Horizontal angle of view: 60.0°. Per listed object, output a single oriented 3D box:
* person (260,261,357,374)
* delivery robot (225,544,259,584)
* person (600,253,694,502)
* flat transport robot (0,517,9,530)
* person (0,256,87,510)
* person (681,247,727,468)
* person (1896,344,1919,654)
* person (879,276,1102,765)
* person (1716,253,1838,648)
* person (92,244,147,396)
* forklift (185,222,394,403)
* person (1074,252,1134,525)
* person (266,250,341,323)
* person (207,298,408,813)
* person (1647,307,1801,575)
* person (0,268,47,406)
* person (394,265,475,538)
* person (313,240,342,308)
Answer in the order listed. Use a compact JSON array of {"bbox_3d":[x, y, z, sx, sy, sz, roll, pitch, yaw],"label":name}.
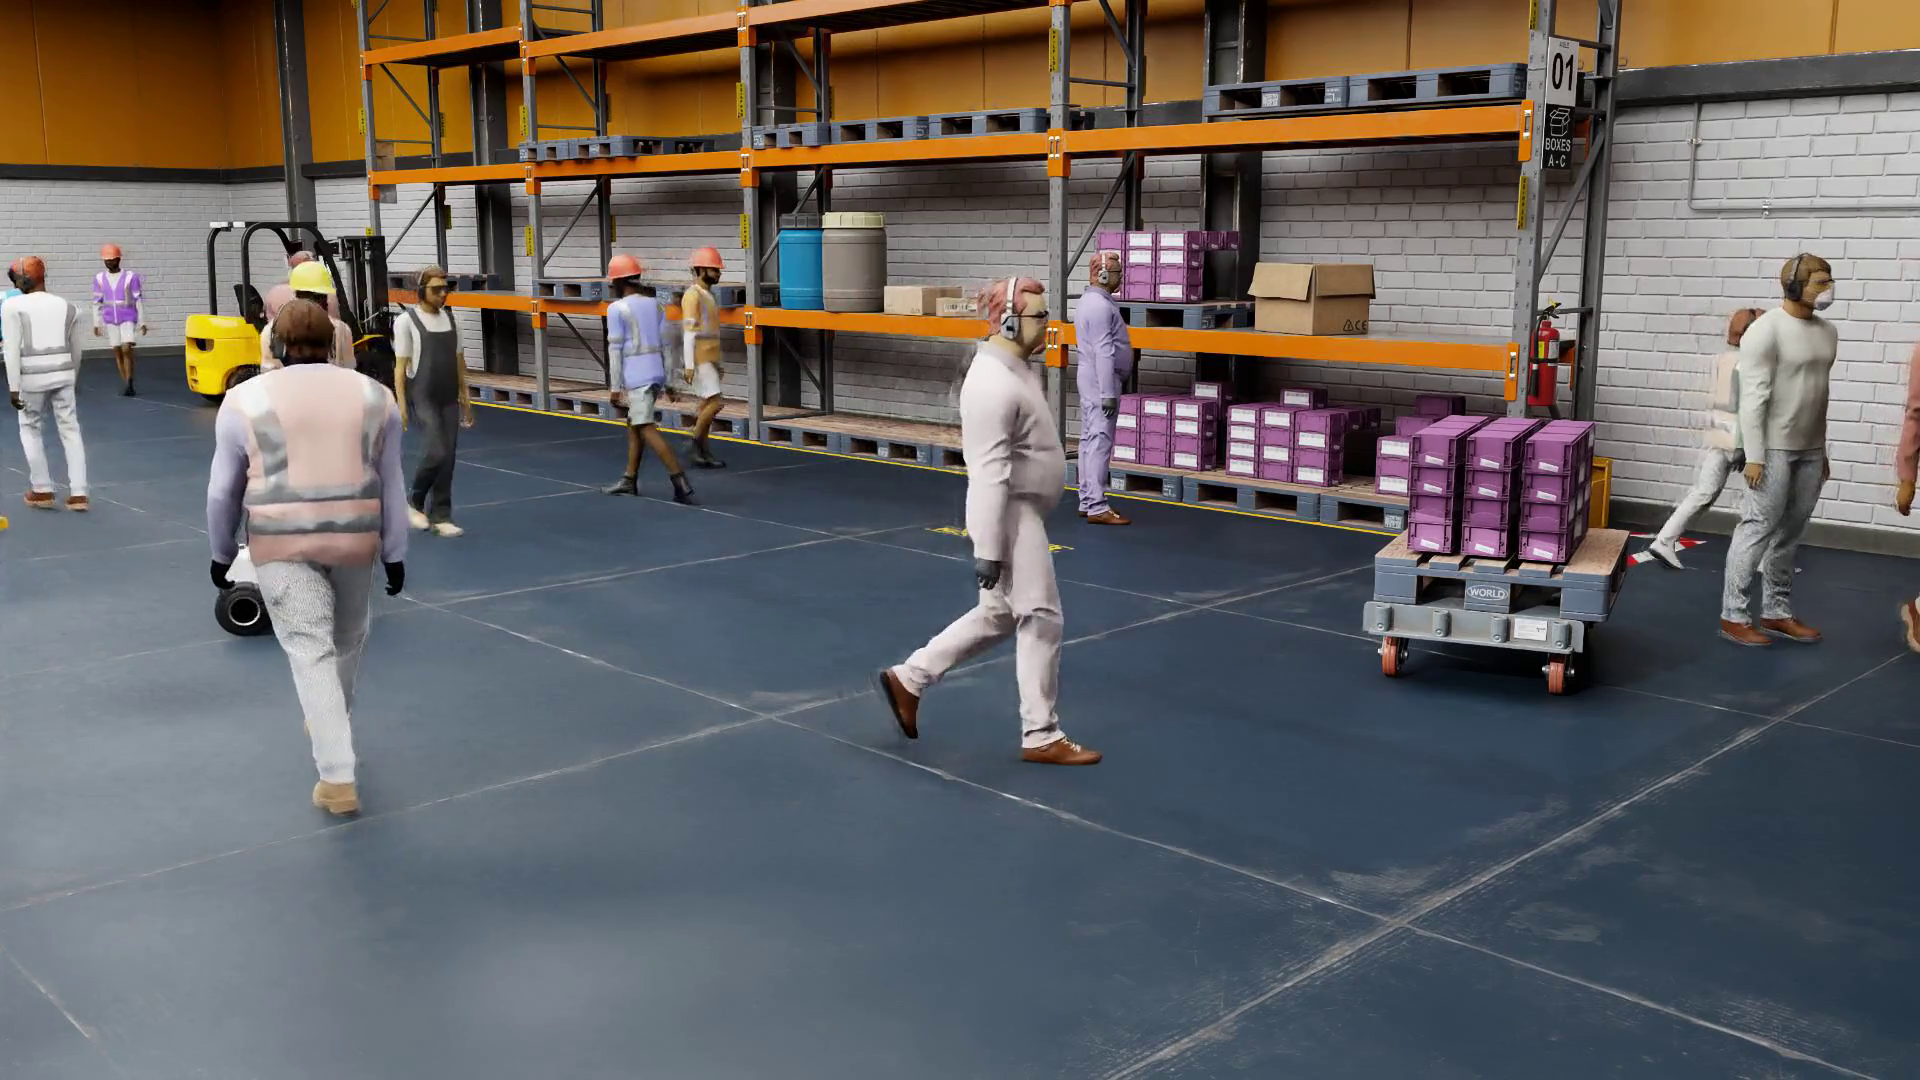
[{"bbox_3d":[-3.982,-0.759,10.153,0.993,1.880,0.596,6,12,32],"label":"person"},{"bbox_3d":[-3.471,0.127,8.651,0.707,0.478,0.477,-4,11,-20],"label":"delivery robot"},{"bbox_3d":[-2.369,-1.226,12.660,0.899,1.900,0.542,5,12,26],"label":"person"},{"bbox_3d":[-7.029,-0.071,10.761,0.652,0.197,1.431,4,11,20],"label":"flat transport robot"},{"bbox_3d":[-6.739,-1.141,12.226,0.739,1.863,0.613,8,13,38],"label":"person"},{"bbox_3d":[-2.180,-1.553,14.337,0.418,1.919,0.580,2,11,11],"label":"person"},{"bbox_3d":[4.643,-0.329,7.644,0.641,1.931,0.985,1,10,4],"label":"person"},{"bbox_3d":[0.119,-0.065,6.352,0.788,1.875,0.637,0,10,1],"label":"person"},{"bbox_3d":[4.073,-0.434,8.222,0.645,1.941,0.446,-6,12,-29],"label":"person"},{"bbox_3d":[-10.547,-2.733,20.791,0.586,1.909,0.706,-1,10,-5],"label":"person"},{"bbox_3d":[-8.169,-2.758,20.163,2.313,2.155,1.214,-10,14,-44],"label":"forklift"},{"bbox_3d":[1.016,-1.065,11.719,0.408,1.909,0.642,-1,10,-5],"label":"person"},{"bbox_3d":[-5.574,-1.532,14.310,0.647,1.892,0.447,3,11,15],"label":"person"},{"bbox_3d":[-2.371,0.030,6.044,0.643,1.790,0.951,-8,13,-36],"label":"person"},{"bbox_3d":[4.598,-0.588,9.939,0.843,1.605,0.523,1,10,4],"label":"person"},{"bbox_3d":[-11.018,-2.383,19.529,0.568,1.693,0.453,-6,12,-30],"label":"person"},{"bbox_3d":[-3.495,-0.913,11.097,0.430,1.825,0.526,6,12,32],"label":"person"},{"bbox_3d":[-9.208,-3.366,24.099,0.614,1.963,0.361,1,10,4],"label":"person"}]
